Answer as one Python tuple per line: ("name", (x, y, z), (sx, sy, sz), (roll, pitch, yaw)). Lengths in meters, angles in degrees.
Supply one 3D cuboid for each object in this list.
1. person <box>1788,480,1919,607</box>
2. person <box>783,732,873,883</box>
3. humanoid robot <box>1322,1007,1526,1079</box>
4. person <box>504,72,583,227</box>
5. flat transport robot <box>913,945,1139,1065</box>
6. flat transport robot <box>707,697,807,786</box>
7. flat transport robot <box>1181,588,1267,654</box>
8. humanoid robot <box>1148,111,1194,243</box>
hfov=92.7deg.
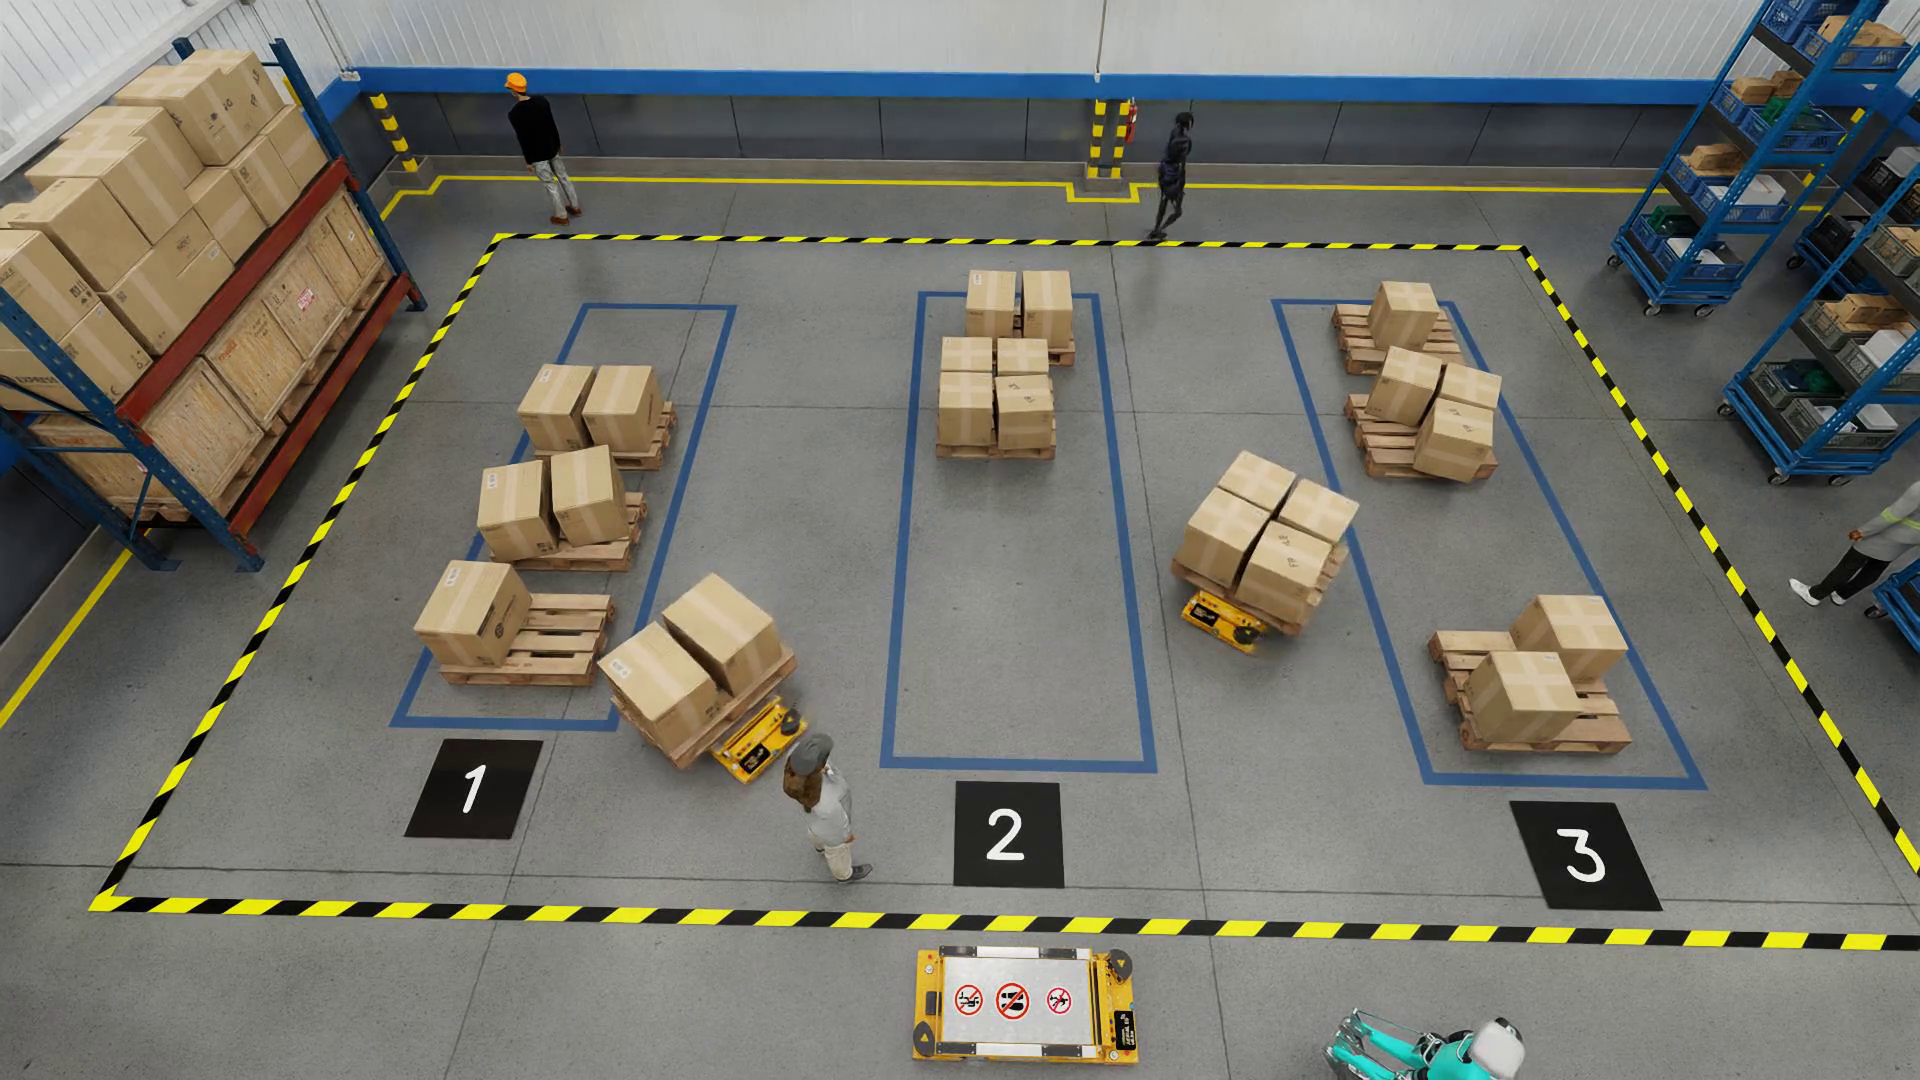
("person", (7.701, -0.089, 7.537), (0.588, 1.852, 0.373), (0, 51, 0))
("person", (-0.899, 1.794, 6.055), (0.396, 1.769, 0.564), (-29, 56, -22))
("humanoid robot", (2.442, 2.847, 5.133), (0.533, 1.673, 0.735), (-35, 59, -25))
("person", (-5.188, -4.826, 11.379), (0.379, 1.882, 0.590), (22, 54, 17))
("flat transport robot", (0.422, 3.041, 6.007), (1.431, 0.231, 0.659), (1, 51, 1))
("flat transport robot", (-1.978, 1.288, 7.418), (1.431, 0.197, 0.652), (33, 58, 24))
("flat transport robot", (2.617, 0.322, 8.205), (0.652, 0.197, 1.431), (30, 57, 22))
("humanoid robot", (2.589, -4.420, 11.182), (0.343, 1.650, 0.601), (-8, 51, -6))
